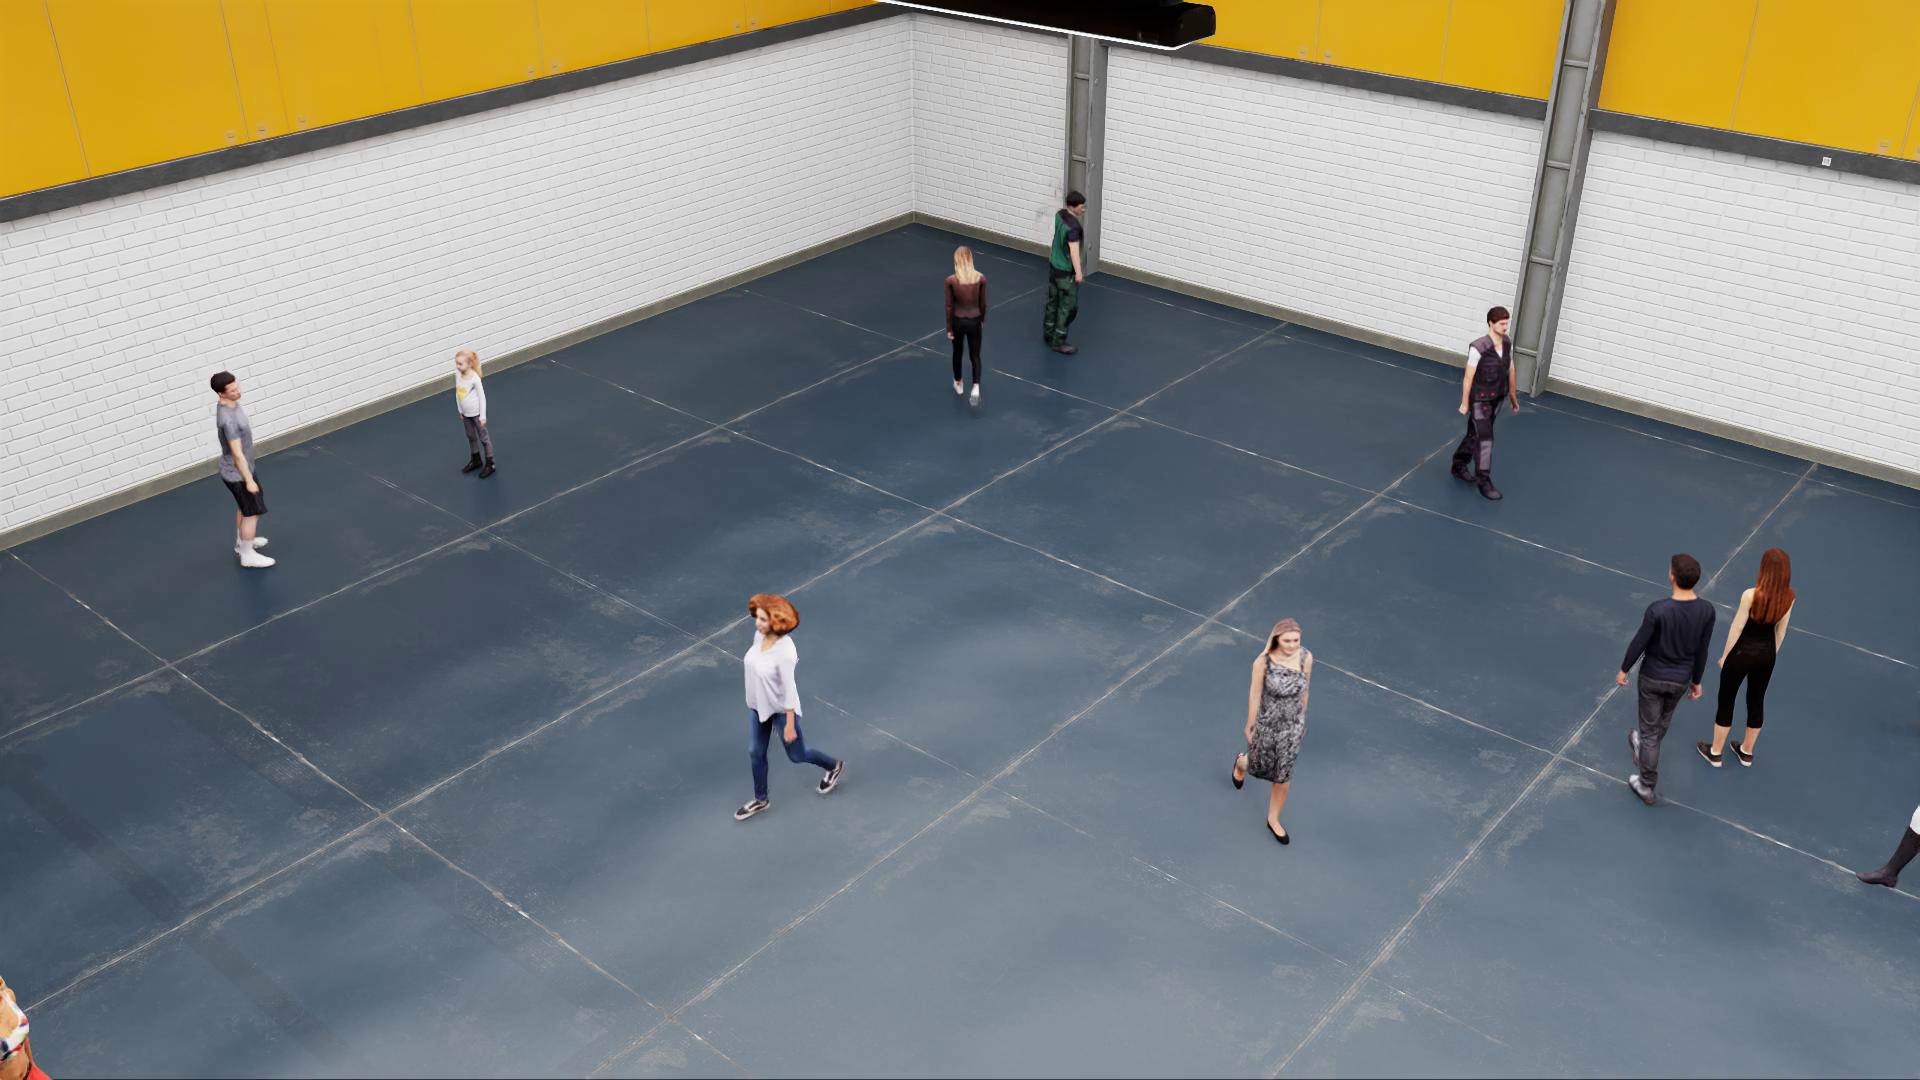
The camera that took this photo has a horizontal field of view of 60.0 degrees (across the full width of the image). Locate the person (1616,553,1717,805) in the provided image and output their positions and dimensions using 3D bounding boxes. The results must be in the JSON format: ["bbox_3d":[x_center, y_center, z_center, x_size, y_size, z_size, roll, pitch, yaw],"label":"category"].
[{"bbox_3d":[4.853,0.996,11.378,1.024,1.848,1.072,-1,29,-1],"label":"person"}]

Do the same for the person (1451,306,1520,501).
[{"bbox_3d":[4.894,-1.362,15.725,0.836,1.826,1.057,-19,34,-31],"label":"person"}]

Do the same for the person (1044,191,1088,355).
[{"bbox_3d":[1.133,-3.076,18.815,0.983,1.875,0.793,-17,33,-28],"label":"person"}]

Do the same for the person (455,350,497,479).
[{"bbox_3d":[-4.699,-1.241,16.074,0.453,1.279,0.567,17,33,28],"label":"person"}]

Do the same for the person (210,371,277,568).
[{"bbox_3d":[-6.256,-0.601,14.315,0.954,1.839,0.794,-18,34,-30],"label":"person"}]

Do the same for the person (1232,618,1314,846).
[{"bbox_3d":[2.098,1.197,11.178,0.897,1.687,1.000,-6,29,-10],"label":"person"}]

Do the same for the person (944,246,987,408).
[{"bbox_3d":[0.080,-2.216,17.443,1.027,1.679,1.099,-3,29,-6],"label":"person"}]

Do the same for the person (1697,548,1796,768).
[{"bbox_3d":[5.614,0.838,11.798,0.640,1.724,0.692,-4,29,-7],"label":"person"}]

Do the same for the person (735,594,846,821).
[{"bbox_3d":[-1.167,1.110,11.341,0.849,1.683,1.060,-21,35,-33],"label":"person"}]
